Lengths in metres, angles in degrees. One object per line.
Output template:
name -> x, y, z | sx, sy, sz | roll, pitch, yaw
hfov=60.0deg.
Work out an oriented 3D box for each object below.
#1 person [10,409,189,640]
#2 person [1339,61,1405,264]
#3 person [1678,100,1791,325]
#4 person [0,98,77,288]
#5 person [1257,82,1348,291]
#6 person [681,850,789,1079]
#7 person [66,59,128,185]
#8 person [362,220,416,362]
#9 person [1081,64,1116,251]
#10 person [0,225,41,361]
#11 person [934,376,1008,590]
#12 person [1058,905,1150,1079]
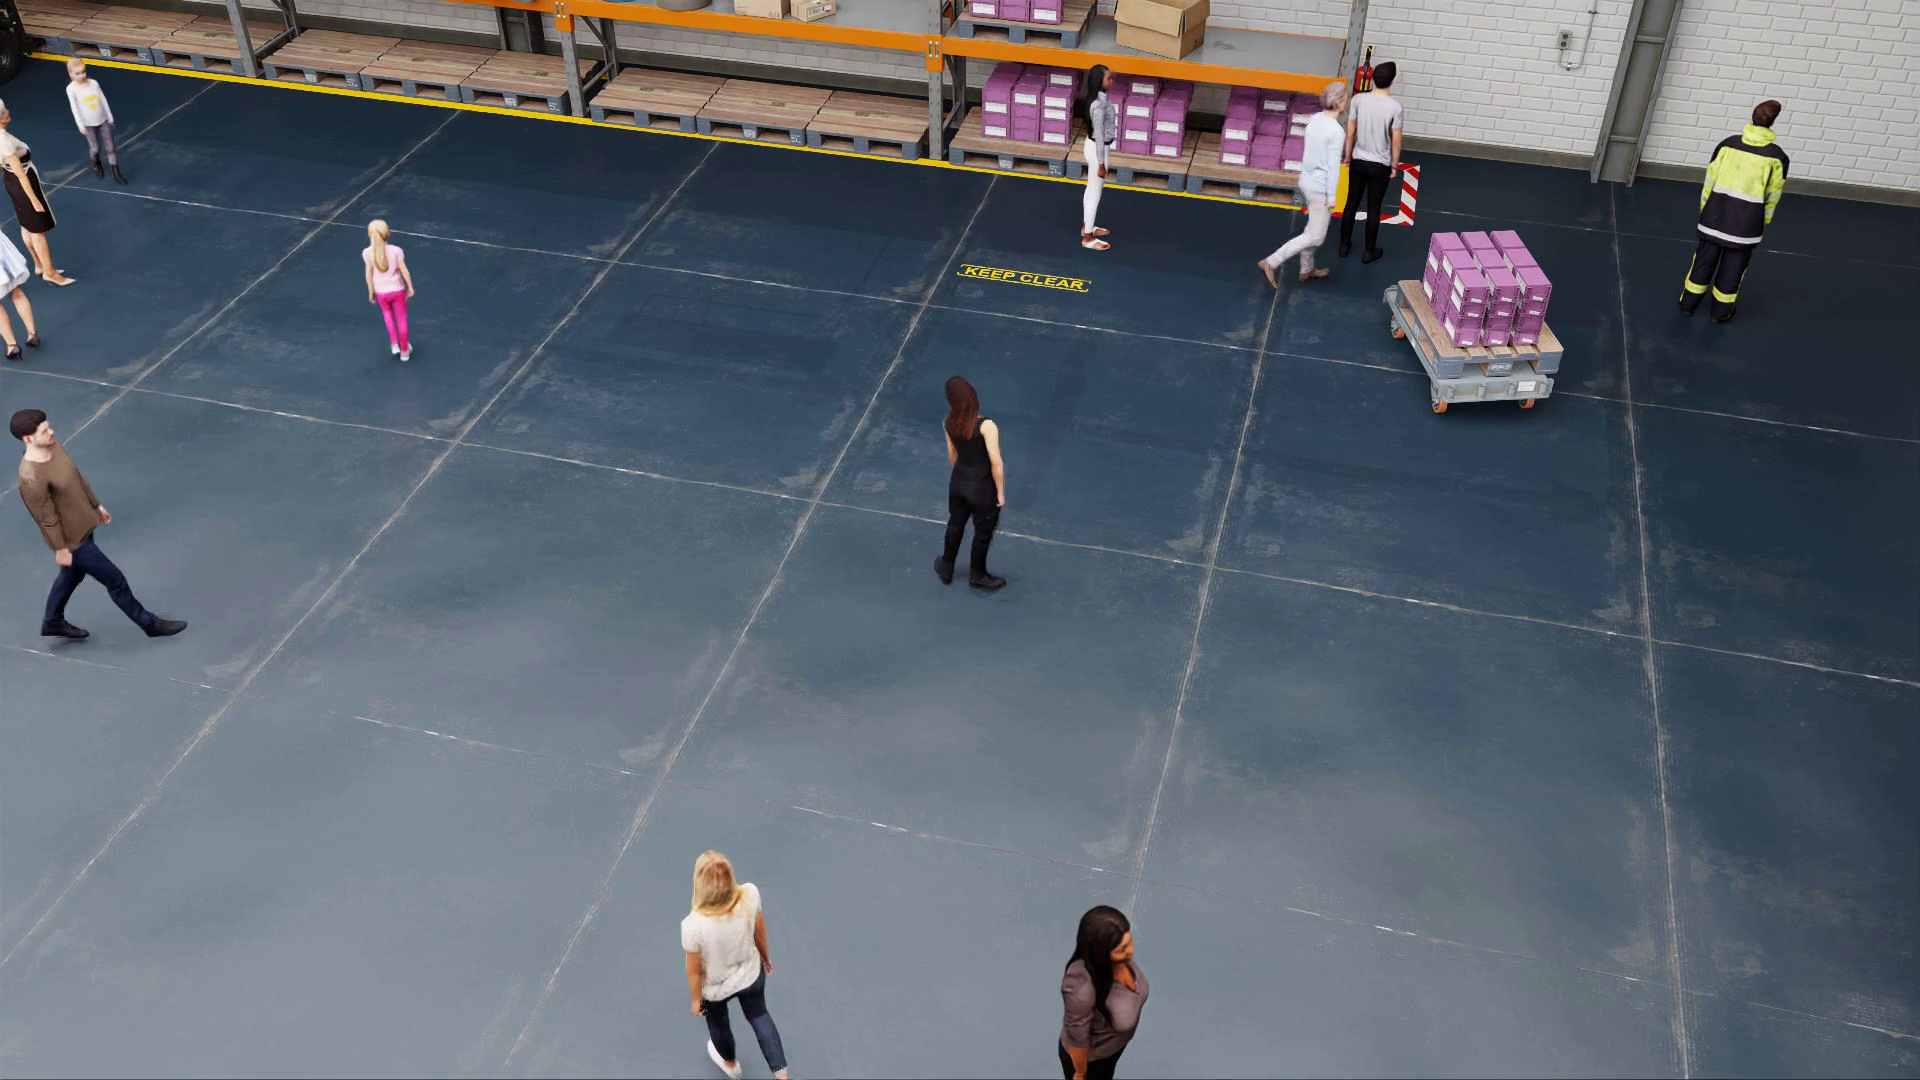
person -> -5.839, -0.041, 10.769 | 1.271, 1.848, 1.023 | -8, 39, -10
person -> 3.687, -3.393, 14.956 | 0.605, 1.863, 0.788 | 22, 44, 25
person -> 6.570, -2.785, 14.097 | 0.733, 1.983, 0.913 | 24, 44, 27
person -> -8.242, -3.051, 14.614 | 0.777, 1.754, 0.659 | -30, 47, -32
person -> 3.048, -3.033, 14.505 | 1.154, 1.862, 0.978 | -5, 39, -6
person -> -1.062, 2.182, 8.031 | 0.976, 1.792, 1.079 | -25, 45, -28
person -> -8.530, -4.133, 16.357 | 0.637, 1.270, 0.725 | -31, 48, -33
person -> -4.717, -2.041, 13.741 | 0.551, 1.266, 0.644 | -4, 39, -5
person -> 1.258, -3.524, 15.230 | 0.586, 1.725, 0.628 | 2, 39, 3
person -> -7.988, -2.329, 13.660 | 0.820, 1.816, 0.785 | 21, 43, 24
person -> 0.124, -0.335, 11.293 | 0.846, 1.654, 0.682 | -24, 45, -27
person -> 0.617, 2.348, 7.783 | 0.650, 1.841, 0.685 | 17, 42, 20
